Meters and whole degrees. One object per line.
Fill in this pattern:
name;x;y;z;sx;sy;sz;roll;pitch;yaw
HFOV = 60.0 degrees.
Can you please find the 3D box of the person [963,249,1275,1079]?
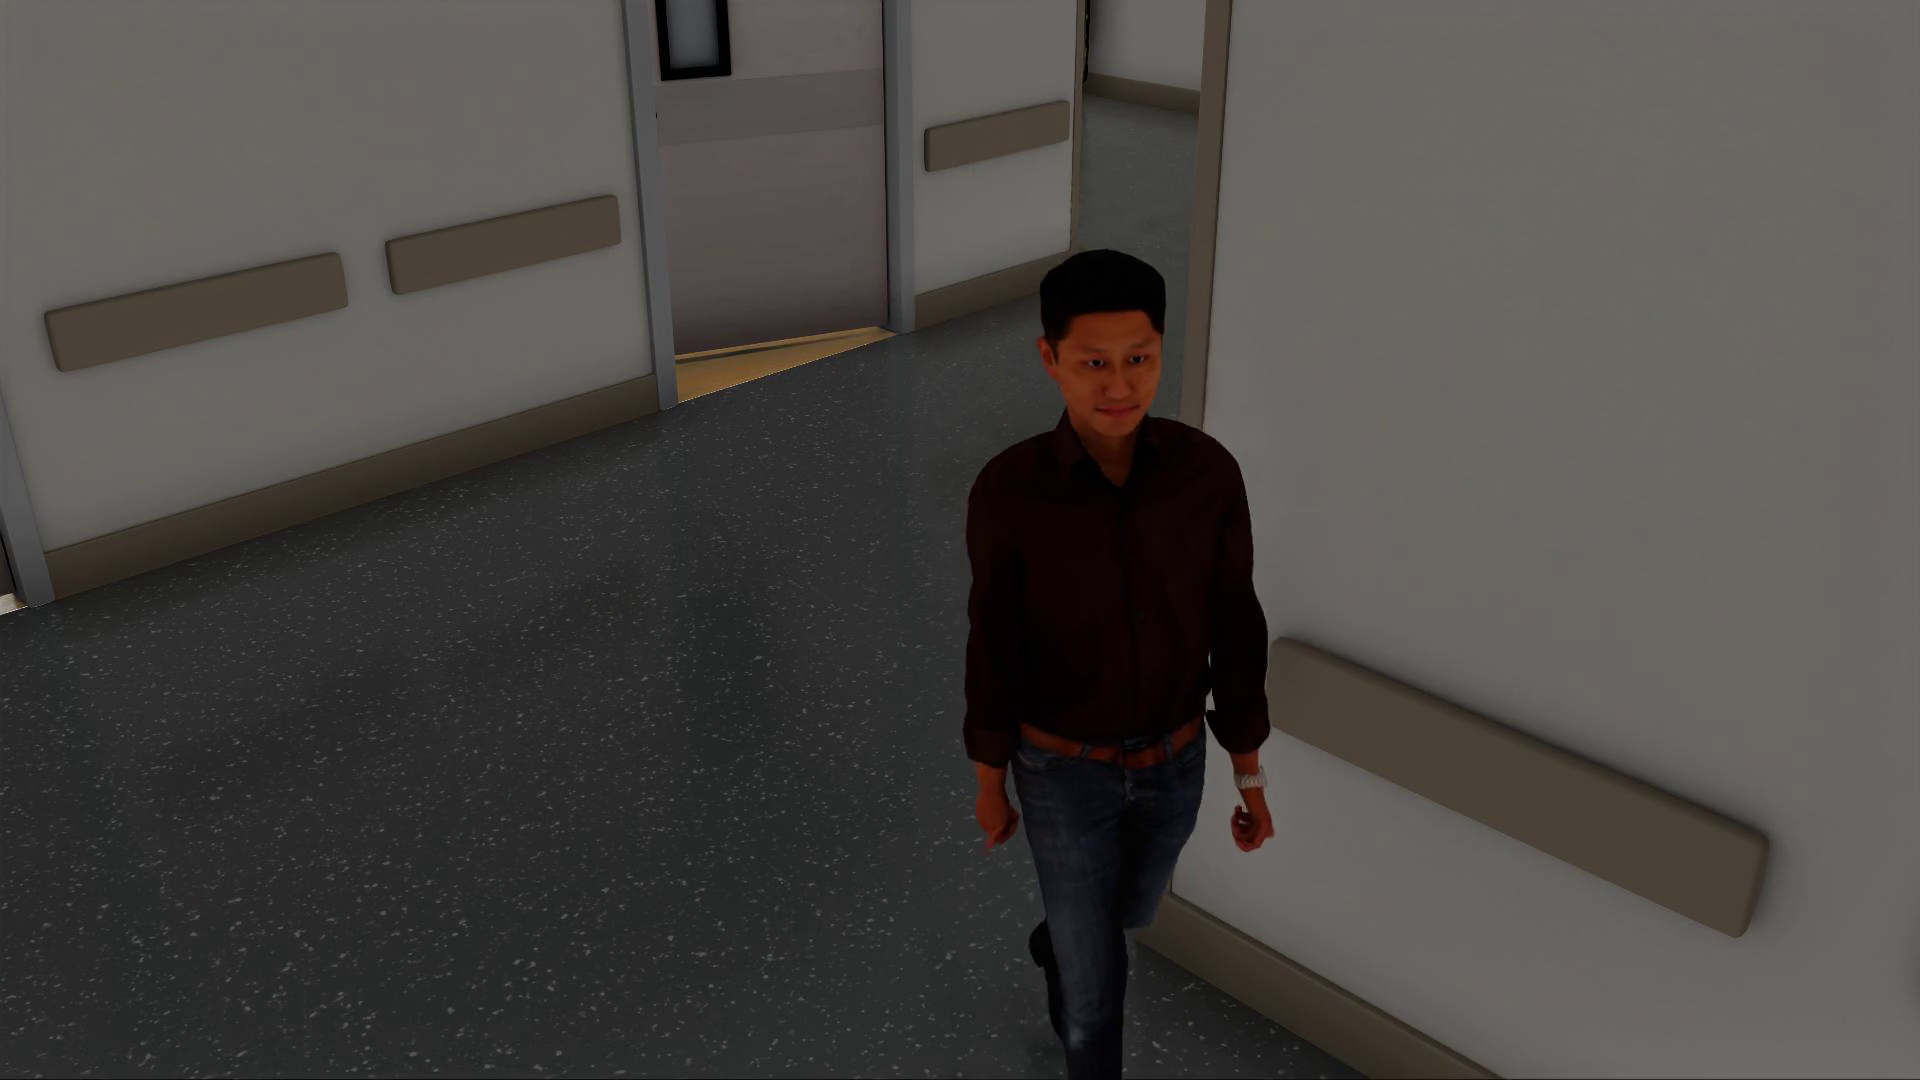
person;0.239;0.351;2.885;1.153;1.748;1.046;-8;27;-15
